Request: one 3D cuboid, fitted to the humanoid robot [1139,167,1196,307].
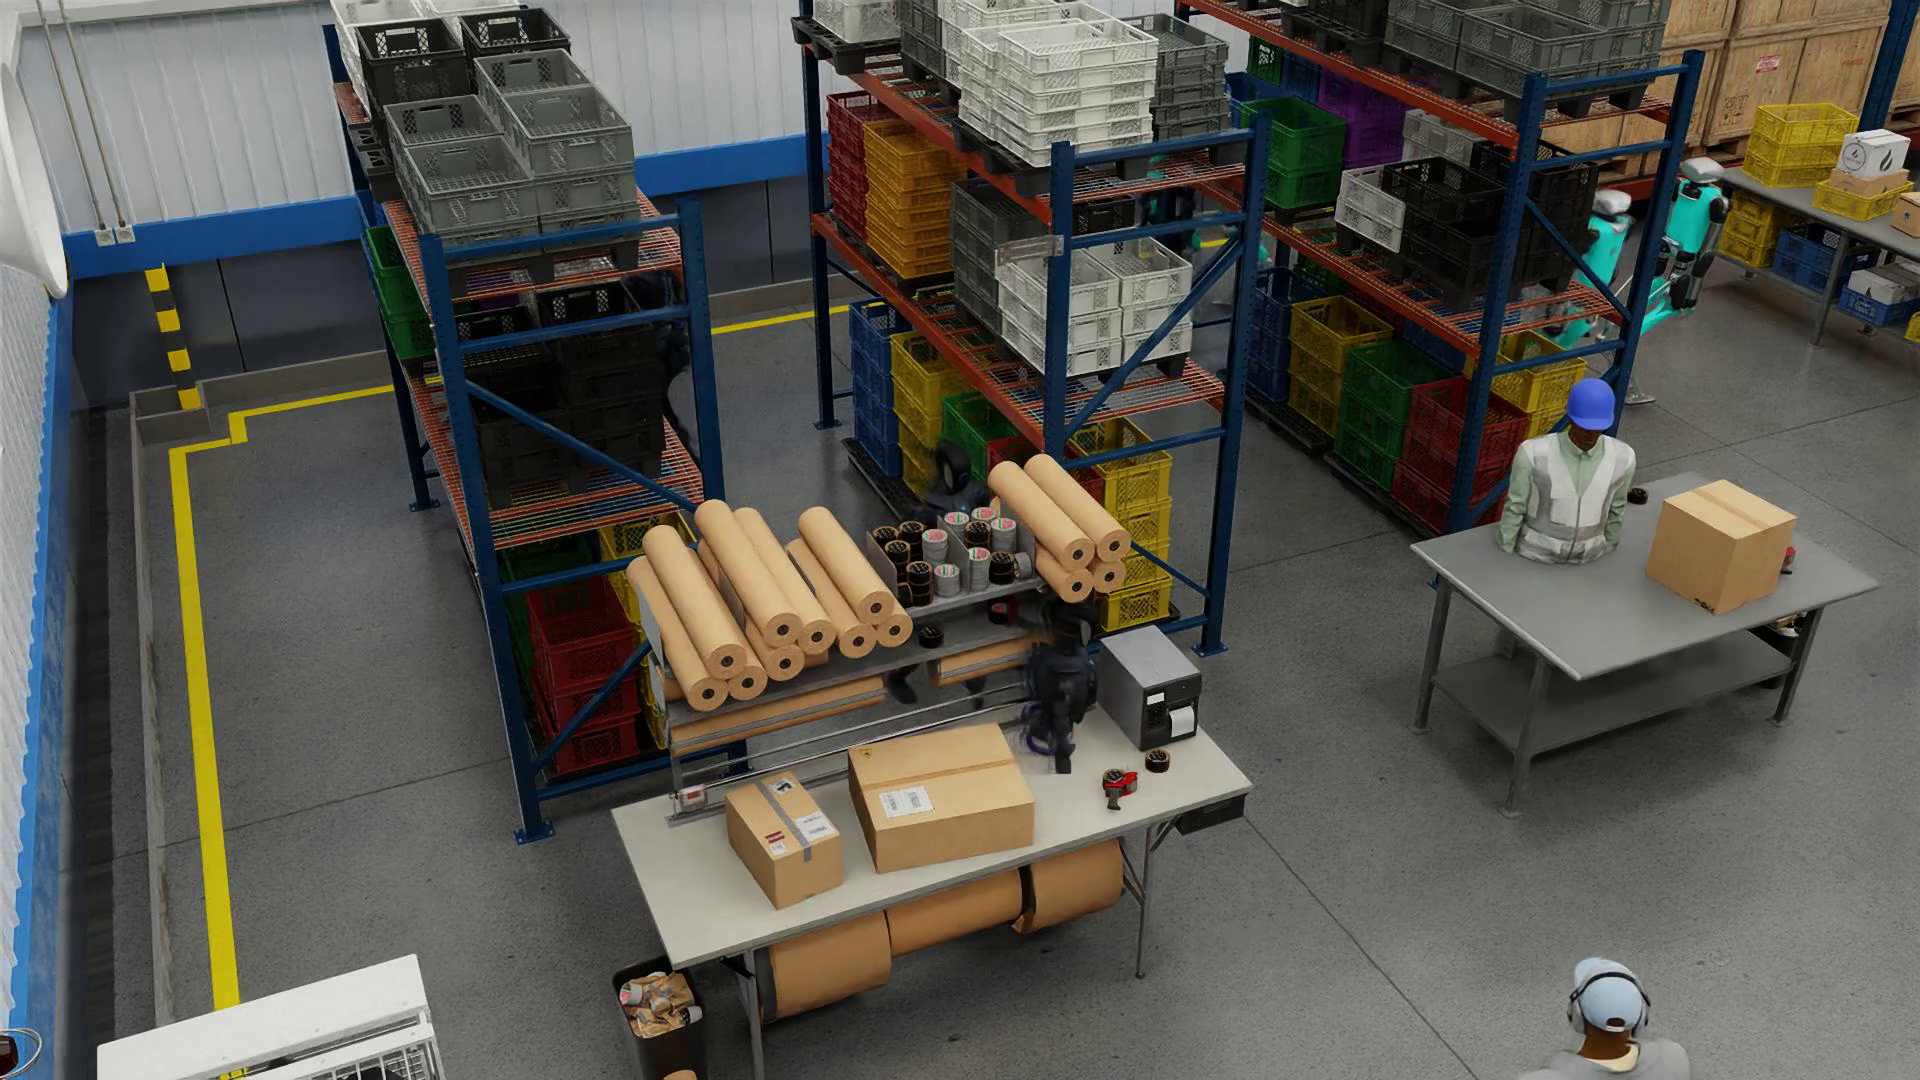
[{"bbox_3d":[1.647,-2.490,12.682,0.431,1.641,0.602,-17,36,-26],"label":"humanoid robot"}]

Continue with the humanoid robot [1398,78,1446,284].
[{"bbox_3d":[3.709,-2.919,13.428,0.600,1.649,0.769,-6,32,-10],"label":"humanoid robot"}]

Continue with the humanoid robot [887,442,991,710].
[{"bbox_3d":[-0.085,0.227,8.308,0.611,1.626,0.783,-24,39,-34],"label":"humanoid robot"}]

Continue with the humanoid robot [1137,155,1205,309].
[{"bbox_3d":[1.665,-2.592,12.766,0.778,1.754,0.565,-21,37,-30],"label":"humanoid robot"}]

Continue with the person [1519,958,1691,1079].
[{"bbox_3d":[1.877,2.013,5.194,0.587,1.850,0.396,-9,33,-14],"label":"person"}]

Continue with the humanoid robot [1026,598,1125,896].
[{"bbox_3d":[0.357,0.922,7.168,0.746,1.633,0.596,2,32,4],"label":"humanoid robot"}]

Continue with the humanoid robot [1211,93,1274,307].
[{"bbox_3d":[2.192,-2.516,12.645,0.790,1.766,0.545,-1,32,-1],"label":"humanoid robot"}]

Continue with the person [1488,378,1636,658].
[{"bbox_3d":[2.952,0.077,8.245,0.603,1.948,0.387,0,32,-1],"label":"person"}]

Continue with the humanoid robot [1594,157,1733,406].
[{"bbox_3d":[4.673,-1.728,11.281,0.743,1.691,0.532,-10,33,-16],"label":"humanoid robot"}]

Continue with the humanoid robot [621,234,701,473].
[{"bbox_3d":[-1.925,-1.202,10.634,0.790,1.630,0.589,19,36,28],"label":"humanoid robot"}]

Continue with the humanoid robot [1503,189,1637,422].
[{"bbox_3d":[3.929,-1.515,11.039,0.543,1.791,0.738,-21,37,-30],"label":"humanoid robot"}]
